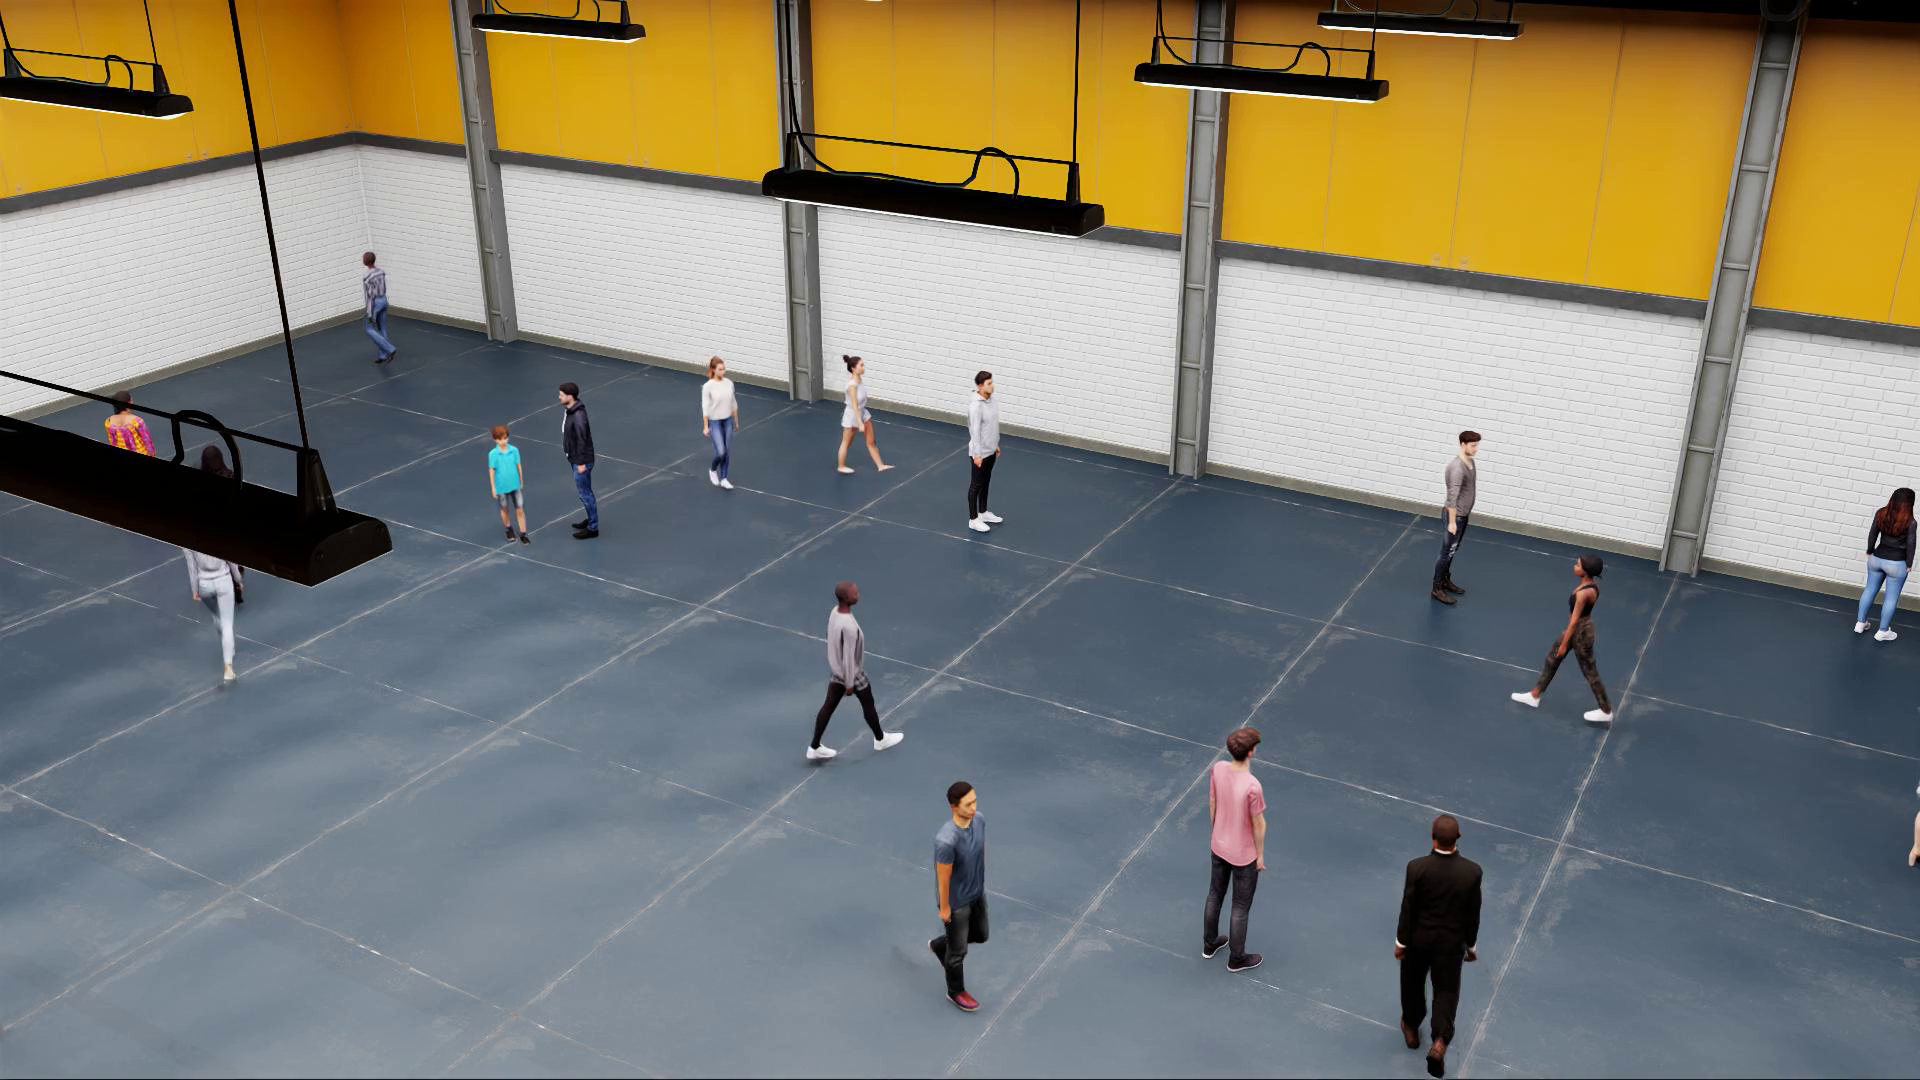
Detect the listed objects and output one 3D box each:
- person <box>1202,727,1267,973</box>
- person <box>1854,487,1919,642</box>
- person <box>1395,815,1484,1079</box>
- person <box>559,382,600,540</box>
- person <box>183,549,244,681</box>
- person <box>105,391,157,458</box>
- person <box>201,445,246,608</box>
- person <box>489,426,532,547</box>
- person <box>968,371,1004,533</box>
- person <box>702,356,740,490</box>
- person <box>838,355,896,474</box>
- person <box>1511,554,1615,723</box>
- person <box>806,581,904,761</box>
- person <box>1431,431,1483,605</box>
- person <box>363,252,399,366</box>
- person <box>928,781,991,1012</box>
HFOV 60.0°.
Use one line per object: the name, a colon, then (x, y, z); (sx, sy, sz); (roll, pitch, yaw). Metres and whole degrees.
person: (1.982, 2.231, 12.045); (0.742, 1.958, 0.594); (-20, 30, -38)
person: (9.518, 0.226, 17.037); (0.787, 1.634, 0.669); (-13, 27, -28)
person: (3.172, 2.704, 11.050); (1.110, 1.889, 1.005); (3, 24, 7)
person: (-4.410, -0.949, 19.408); (0.814, 1.887, 0.745); (-7, 25, -15)
person: (-7.231, 0.534, 16.191); (1.112, 1.747, 1.249); (-9, 25, -19)
person: (-9.802, -0.988, 19.743); (0.740, 1.690, 0.823); (1, 24, 2)
person: (-7.835, -0.113, 17.725); (1.179, 1.703, 1.162); (-3, 24, -6)
person: (-5.278, -0.665, 19.334); (0.781, 1.426, 0.902); (-11, 26, -24)
person: (0.258, -1.076, 19.647); (0.583, 1.929, 0.669); (12, 26, 26)
person: (-3.048, -1.474, 20.825); (0.731, 1.715, 0.760); (-19, 30, -36)
person: (-1.409, -1.563, 21.211); (1.043, 1.568, 0.732); (6, 24, 14)
person: (5.802, 0.949, 15.362); (1.153, 1.650, 0.613); (12, 26, 26)
person: (-1.096, 1.185, 14.719); (1.103, 1.733, 1.163); (-11, 26, -23)
person: (5.326, -0.279, 17.856); (0.531, 1.903, 0.691); (13, 27, 28)
person: (-8.842, -3.515, 25.406); (0.808, 1.785, 0.730); (8, 25, 17)
person: (-0.066, 2.460, 11.721); (0.845, 1.797, 0.737); (19, 30, 36)
